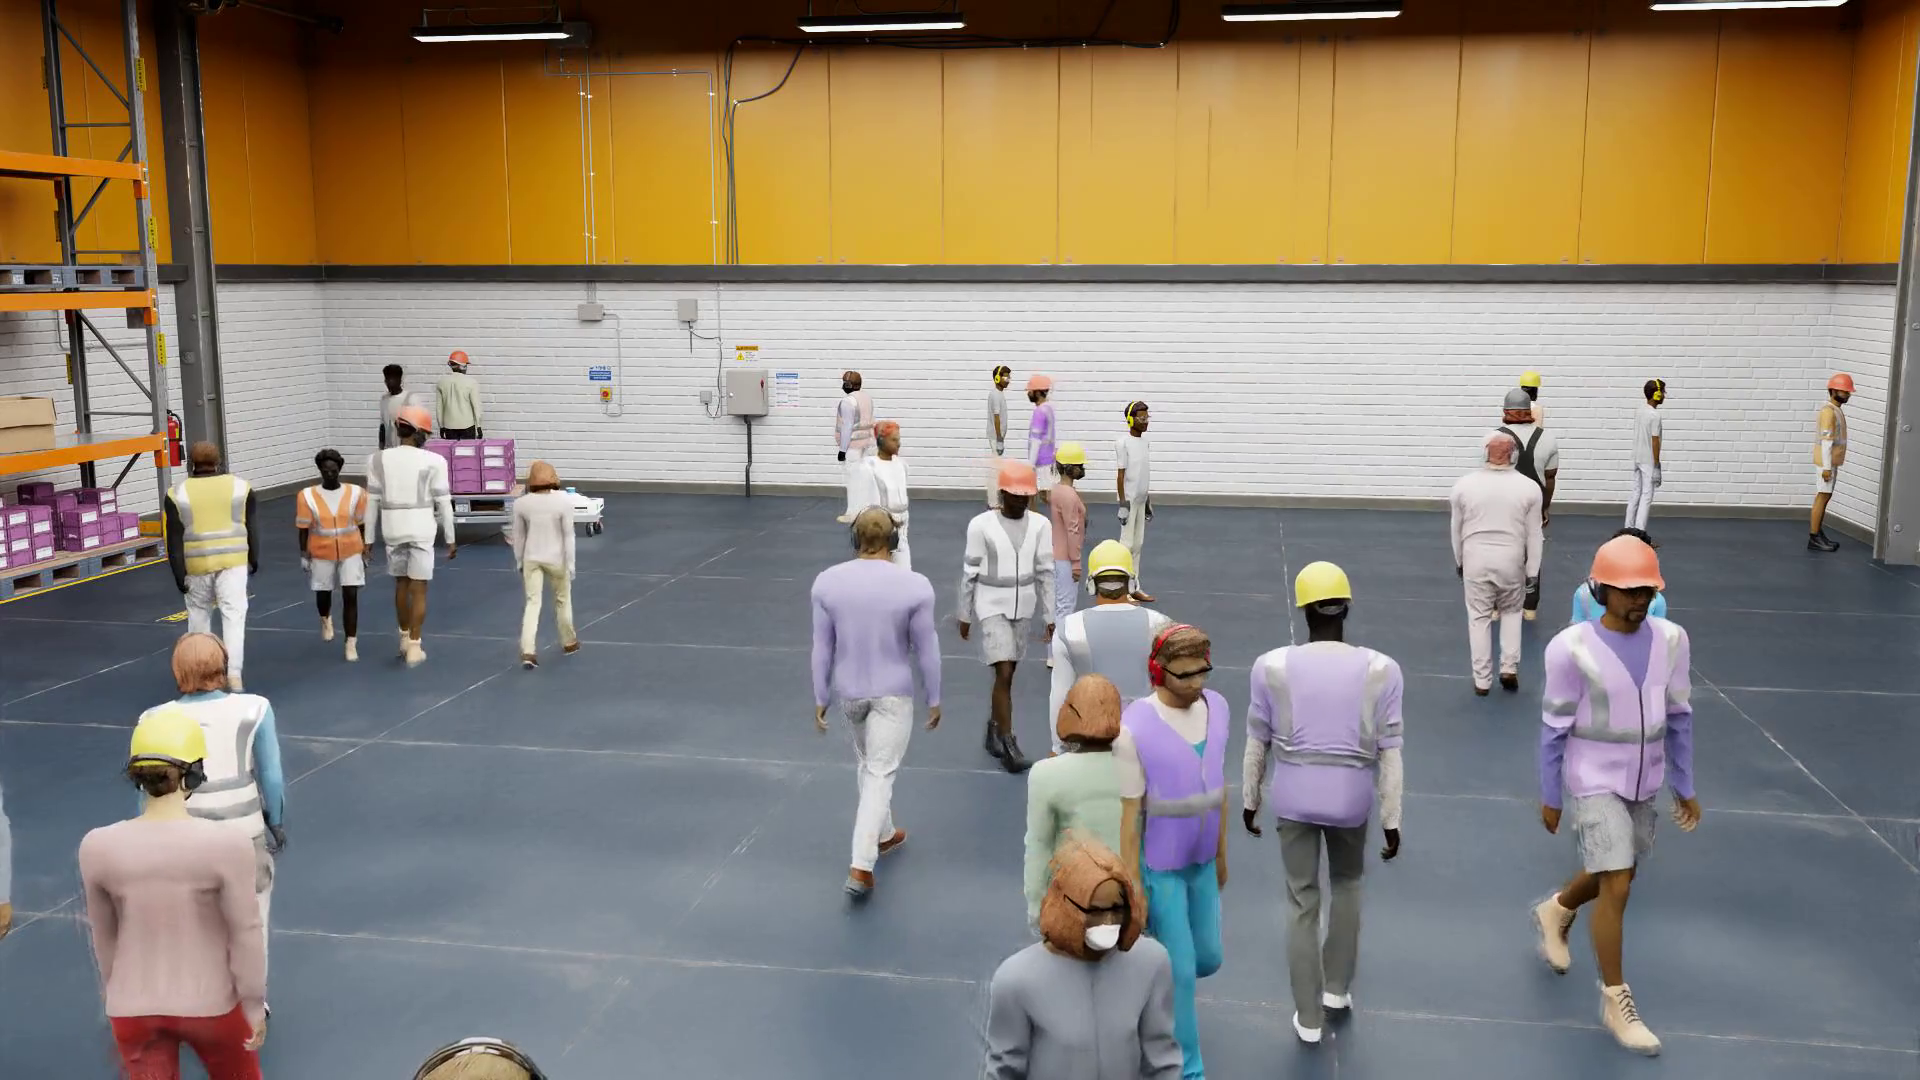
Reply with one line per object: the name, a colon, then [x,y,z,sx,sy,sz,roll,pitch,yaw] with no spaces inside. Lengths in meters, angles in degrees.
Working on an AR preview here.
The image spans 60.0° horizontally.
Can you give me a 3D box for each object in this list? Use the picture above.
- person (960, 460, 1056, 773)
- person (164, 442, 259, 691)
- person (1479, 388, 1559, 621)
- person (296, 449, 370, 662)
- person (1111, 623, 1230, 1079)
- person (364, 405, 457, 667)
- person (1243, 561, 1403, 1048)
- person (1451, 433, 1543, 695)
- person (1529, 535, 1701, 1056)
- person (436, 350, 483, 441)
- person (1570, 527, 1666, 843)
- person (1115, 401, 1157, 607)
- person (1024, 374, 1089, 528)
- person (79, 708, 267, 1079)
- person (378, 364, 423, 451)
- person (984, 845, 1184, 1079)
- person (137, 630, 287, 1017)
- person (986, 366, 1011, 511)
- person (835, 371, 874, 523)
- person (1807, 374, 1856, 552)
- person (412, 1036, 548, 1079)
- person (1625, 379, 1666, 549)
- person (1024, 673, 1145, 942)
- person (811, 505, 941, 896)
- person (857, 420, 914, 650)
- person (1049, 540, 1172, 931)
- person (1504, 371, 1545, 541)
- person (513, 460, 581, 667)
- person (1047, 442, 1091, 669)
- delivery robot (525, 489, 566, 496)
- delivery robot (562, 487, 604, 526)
person: [0.338,0.457,10.172,0.553,1.895,0.836,-4,10,-24]
person: [-5.503,0.170,12.275,0.638,1.791,0.964,-5,10,-28]
person: [4.808,-0.314,14.514,0.689,2.000,0.538,-1,9,-4]
person: [-4.937,0.094,13.121,0.542,1.680,0.652,-4,10,-23]
person: [0.727,1.167,6.054,0.590,1.812,0.643,-8,12,-42]
person: [-4.283,-0.045,12.978,0.693,1.995,0.765,0,9,0]
person: [1.436,1.025,6.641,0.607,1.893,0.647,1,9,9]
person: [3.853,0.175,11.987,0.641,1.884,0.525,3,10,20]
person: [2.621,0.949,6.786,0.613,2.016,0.956,-2,9,-15]
person: [-6.667,-1.530,22.208,0.623,1.990,0.390,1,9,8]
person: [3.494,0.773,8.837,0.318,1.695,0.540,-7,11,-37]
person: [1.603,-0.330,15.161,0.328,1.867,0.514,6,11,34]
person: [0.986,-0.911,18.674,0.887,1.906,0.543,1,9,7]
person: [-2.320,1.369,4.972,0.519,1.748,0.387,-1,9,-6]
person: [-6.715,-1.136,19.902,0.639,1.943,0.441,5,10,28]
person: [0.342,1.563,4.188,0.502,1.613,0.588,-4,10,-24]
person: [-2.962,1.162,6.610,0.533,1.626,0.365,-4,10,-22]
person: [0.492,-1.257,20.917,0.328,1.865,0.517,0,9,-2]
person: [-1.303,-1.132,20.210,0.429,1.845,0.620,4,10,25]
person: [9.519,-0.847,18.150,0.368,1.933,0.552,6,11,33]
person: [-0.700,1.667,2.542,0.629,1.940,0.379,-3,10,-20]
person: [7.560,-0.839,18.317,0.304,1.868,0.554,-1,9,-5]
person: [0.478,1.282,5.913,0.506,1.621,0.415,-2,9,-10]
person: [-0.428,0.768,8.265,0.644,1.898,0.995,3,10,17]
person: [-0.662,-0.051,13.471,0.826,1.859,0.582,7,11,36]
person: [0.694,0.906,7.627,0.589,1.822,0.403,-1,9,-5]
person: [6.387,-0.943,18.767,0.367,1.927,0.594,-3,10,-20]
person: [-3.227,0.172,12.904,0.507,1.587,0.865,1,9,5]
person: [0.820,0.142,12.540,0.314,1.769,0.525,-2,9,-10]
delivery robot: [-4.939,-0.447,19.648,0.477,0.478,0.707,4,10,22]
delivery robot: [-4.467,-0.361,19.116,0.707,0.478,0.477,0,9,-2]
